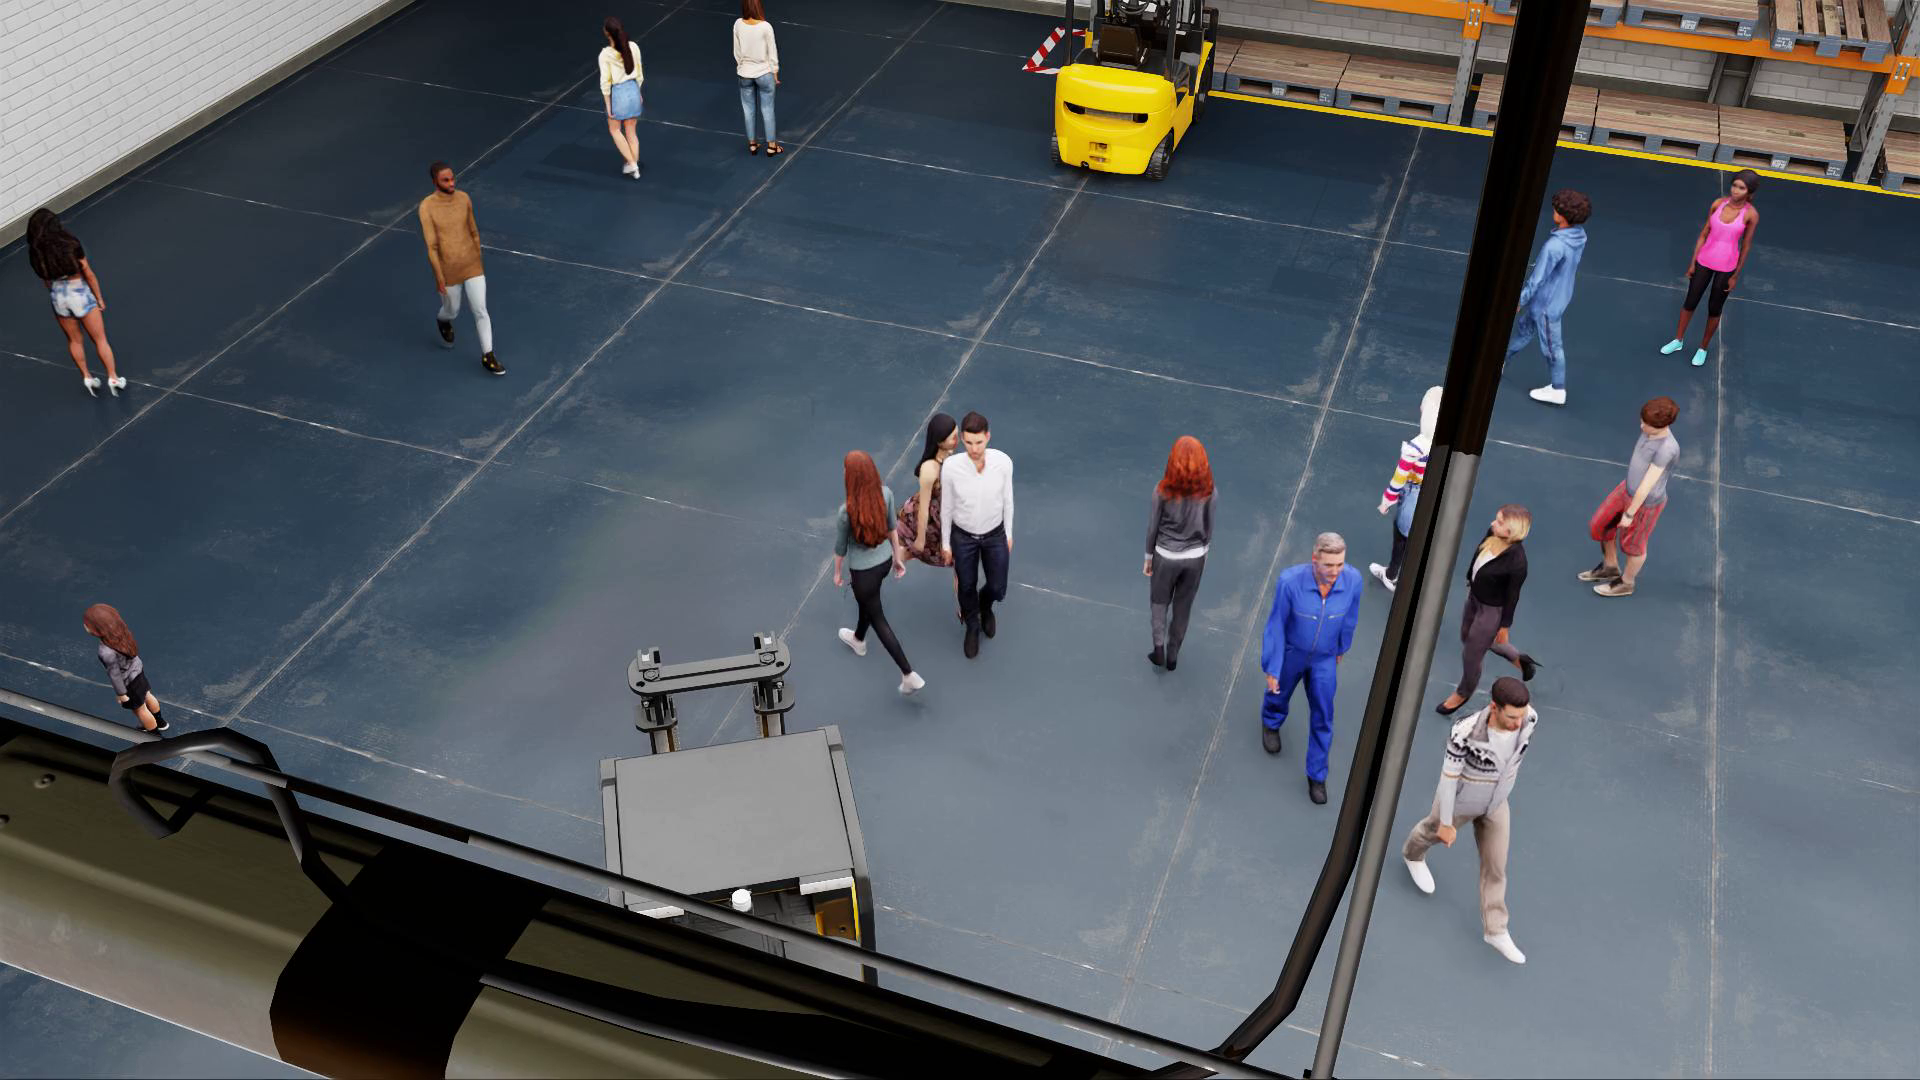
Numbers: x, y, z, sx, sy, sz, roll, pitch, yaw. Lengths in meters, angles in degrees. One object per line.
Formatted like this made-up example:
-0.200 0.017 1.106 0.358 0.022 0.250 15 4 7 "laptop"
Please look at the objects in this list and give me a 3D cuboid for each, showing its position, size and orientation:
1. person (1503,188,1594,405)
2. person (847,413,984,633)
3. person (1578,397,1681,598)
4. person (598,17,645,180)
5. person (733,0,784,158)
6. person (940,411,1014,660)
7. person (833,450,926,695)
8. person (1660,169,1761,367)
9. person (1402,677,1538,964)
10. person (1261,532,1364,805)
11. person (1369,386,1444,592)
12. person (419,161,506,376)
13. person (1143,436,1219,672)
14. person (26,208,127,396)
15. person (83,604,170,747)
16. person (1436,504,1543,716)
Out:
4.718 -1.865 13.088 1.208 1.771 0.945 27 46 30 "person"
-0.260 -0.096 10.910 1.251 1.724 0.723 7 39 9 "person"
4.665 -0.265 11.198 0.745 1.631 0.695 -1 39 -2 "person"
-3.238 -4.271 16.221 0.757 1.622 0.786 -26 45 -29 "person"
-2.039 -4.666 16.666 0.463 1.682 0.659 13 40 15 "person"
0.115 -0.090 10.803 0.746 1.849 0.810 -1 39 -2 "person"
-0.515 0.246 10.496 0.945 1.708 1.199 -28 46 -31 "person"
6.193 -2.243 13.601 0.604 1.722 0.701 31 48 33 "person"
2.736 1.350 9.040 1.238 1.799 1.207 -10 40 -13 "person"
2.026 0.634 9.939 1.060 1.795 1.026 -2 39 -2 "person"
3.104 -0.187 10.974 0.907 1.788 0.985 -22 44 -25 "person"
-4.129 -2.234 13.530 0.989 1.797 1.187 -28 47 -31 "person"
1.406 0.188 10.530 0.658 1.757 0.730 2 39 2 "person"
-7.045 -1.876 13.223 0.624 1.621 0.706 -4 39 -5 "person"
-5.136 0.824 10.255 0.573 1.105 0.534 -10 40 -12 "person"
3.354 0.439 10.299 0.972 1.650 0.818 -5 39 -6 "person"
